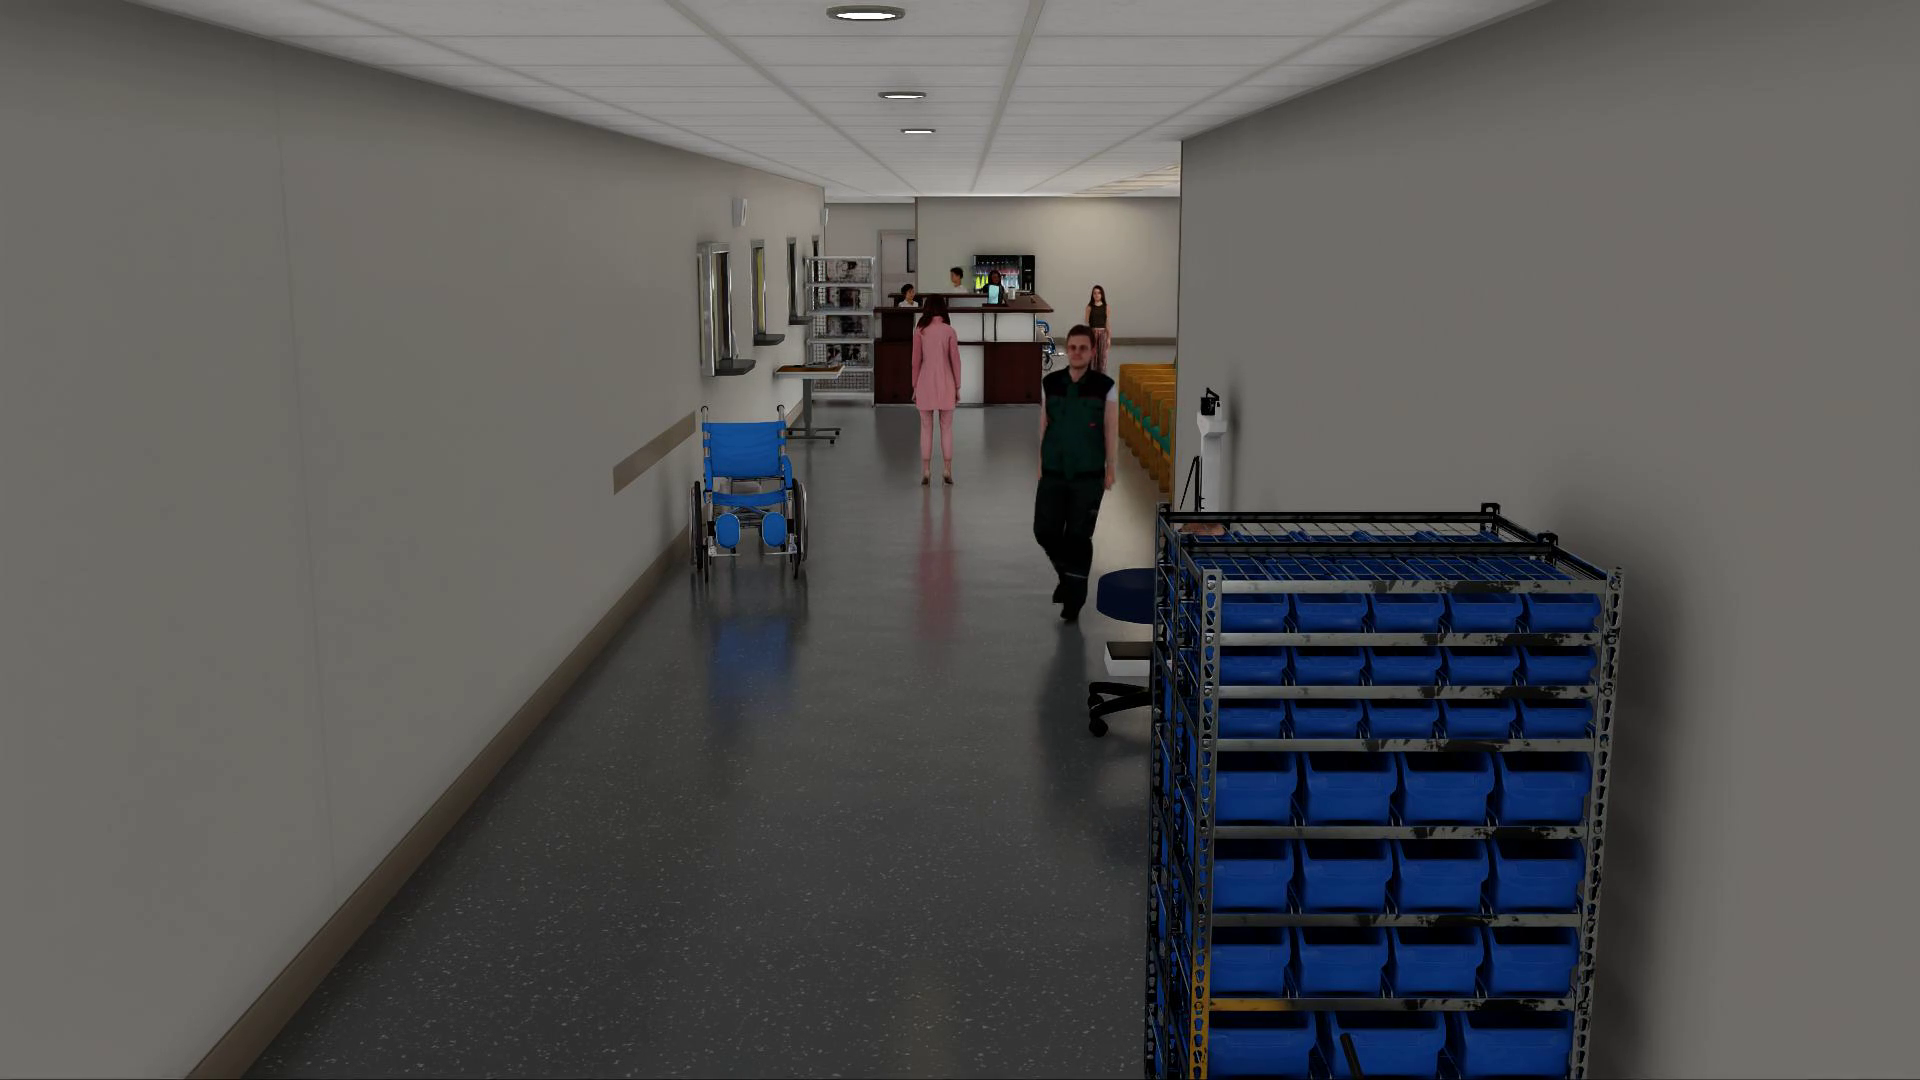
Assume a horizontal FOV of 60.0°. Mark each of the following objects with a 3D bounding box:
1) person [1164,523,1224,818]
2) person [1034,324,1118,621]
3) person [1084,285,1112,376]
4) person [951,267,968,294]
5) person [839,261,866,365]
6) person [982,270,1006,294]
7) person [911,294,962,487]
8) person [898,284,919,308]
[{"bbox_3d":[0.986,0.520,6.883,0.559,1.279,0.635,-7,13,-32],"label":"person"},{"bbox_3d":[0.724,-0.433,10.415,0.804,1.833,0.849,4,11,19],"label":"person"},{"bbox_3d":[2.046,-3.016,24.759,0.442,1.561,0.624,1,11,3],"label":"person"},{"bbox_3d":[0.046,-3.839,28.691,0.756,1.712,0.727,-3,11,-15],"label":"person"},{"bbox_3d":[-1.937,-3.810,28.228,0.846,1.827,0.844,-5,12,-23],"label":"person"},{"bbox_3d":[0.604,-4.175,30.718,0.724,1.616,0.817,-6,12,-29],"label":"person"},{"bbox_3d":[-0.236,-1.417,15.687,0.444,1.801,0.674,0,11,-1],"label":"person"},{"bbox_3d":[-0.785,-3.128,25.361,0.639,1.556,0.704,-10,15,-42],"label":"person"}]
